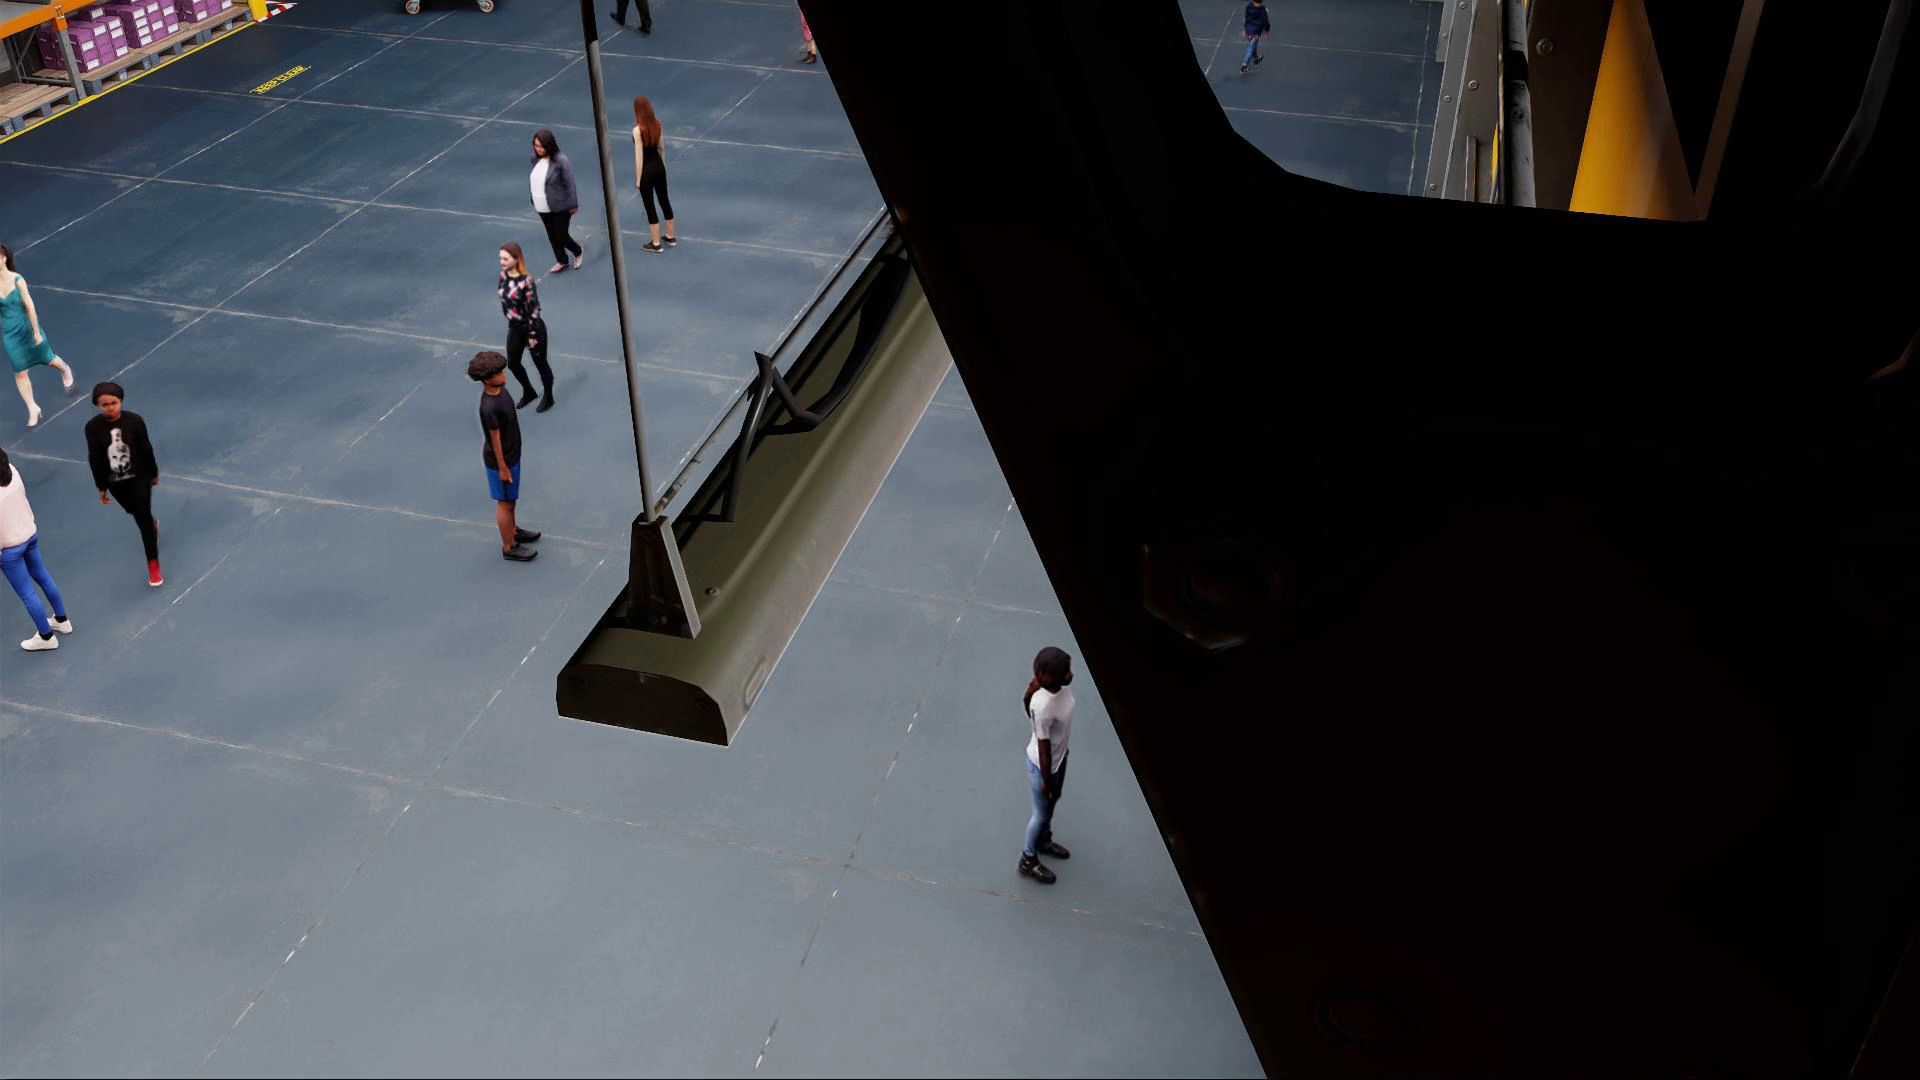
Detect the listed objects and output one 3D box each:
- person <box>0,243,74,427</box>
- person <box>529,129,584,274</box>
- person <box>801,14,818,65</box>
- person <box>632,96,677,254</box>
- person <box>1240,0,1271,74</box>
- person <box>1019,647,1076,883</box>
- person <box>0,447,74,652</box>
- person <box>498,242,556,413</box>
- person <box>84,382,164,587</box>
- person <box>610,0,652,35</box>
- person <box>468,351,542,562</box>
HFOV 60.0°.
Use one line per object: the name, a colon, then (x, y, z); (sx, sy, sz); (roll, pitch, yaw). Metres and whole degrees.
person: (-8.476, -1.914, 15.133); (0.764, 1.656, 1.081); (-2, 34, -3)
person: (-4.288, -3.632, 17.779); (0.764, 1.588, 0.797); (17, 37, 24)
person: (-2.161, -7.403, 23.964); (0.565, 1.022, 0.497); (-13, 36, -19)
person: (-3.380, -4.018, 18.238); (0.707, 1.724, 0.574); (23, 40, 30)
person: (4.122, -7.179, 23.477); (0.756, 1.189, 0.907); (27, 42, 34)
person: (0.539, 1.346, 10.170); (0.633, 1.720, 0.461); (10, 35, 15)
person: (-6.888, 0.014, 12.130); (0.736, 1.769, 0.522); (4, 34, 6)
person: (-3.899, -1.963, 15.194); (0.643, 1.670, 0.640); (16, 37, 22)
person: (-6.529, -0.518, 13.050); (0.991, 1.637, 1.183); (-9, 35, -14)
person: (-4.859, -8.528, 24.884); (1.237, 1.877, 1.201); (-26, 41, -33)
person: (-3.623, -0.682, 13.153); (0.743, 1.796, 0.601); (-3, 34, -5)
